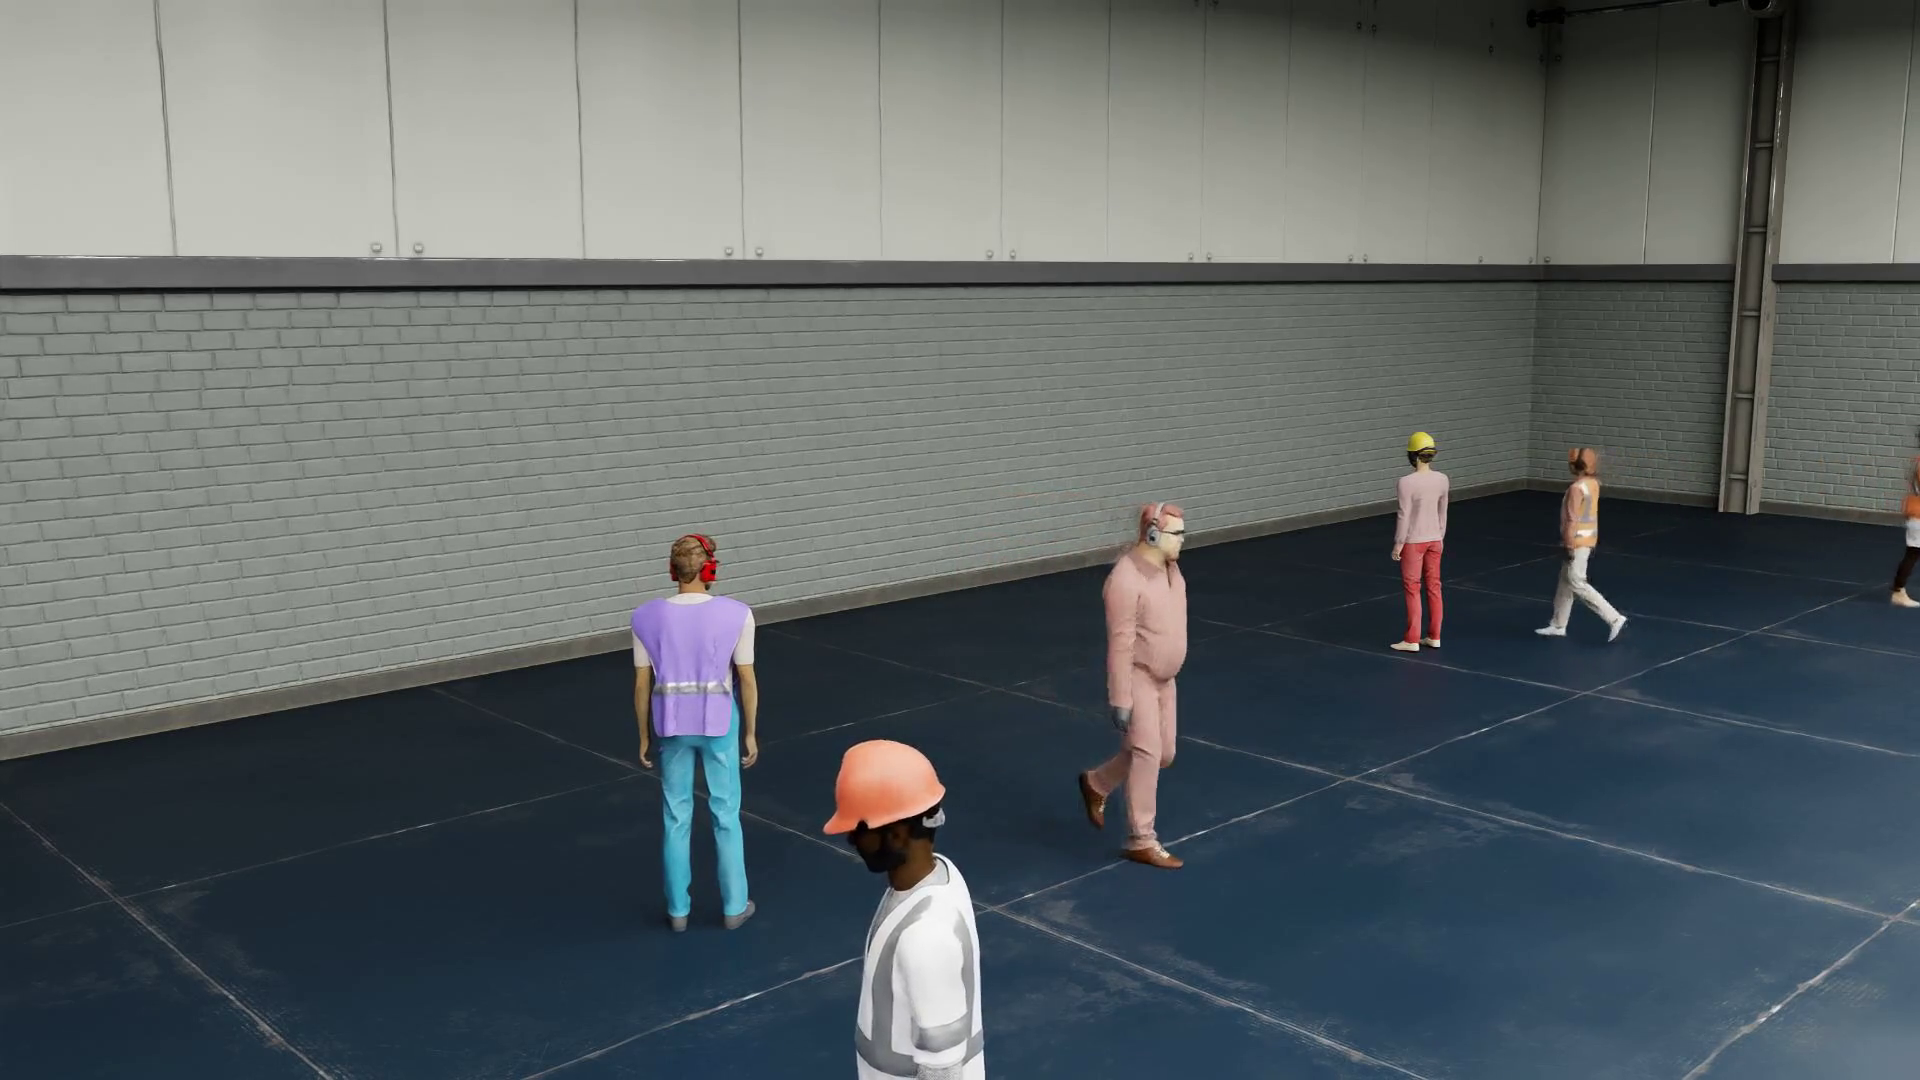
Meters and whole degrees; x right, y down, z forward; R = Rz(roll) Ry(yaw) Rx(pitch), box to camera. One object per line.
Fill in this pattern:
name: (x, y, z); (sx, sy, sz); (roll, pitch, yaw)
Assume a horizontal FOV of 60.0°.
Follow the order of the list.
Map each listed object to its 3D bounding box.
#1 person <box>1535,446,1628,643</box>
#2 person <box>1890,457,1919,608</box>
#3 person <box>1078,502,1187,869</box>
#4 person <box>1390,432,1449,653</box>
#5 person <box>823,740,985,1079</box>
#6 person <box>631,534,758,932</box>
person: (5.135, 0.041, 13.635); (0.709, 1.618, 0.521); (7, 11, 35)
person: (8.751, -0.209, 14.999); (0.477, 1.689, 0.576); (6, 11, 33)
person: (0.889, 0.721, 8.597); (0.647, 1.882, 0.677); (6, 11, 34)
person: (3.663, 0.018, 13.308); (0.531, 1.767, 0.328); (-5, 10, -28)
person: (-0.123, 1.419, 4.083); (0.378, 1.938, 0.547); (-1, 9, -4)
person: (-1.212, 0.895, 7.637); (0.564, 1.840, 0.396); (0, 9, 0)
